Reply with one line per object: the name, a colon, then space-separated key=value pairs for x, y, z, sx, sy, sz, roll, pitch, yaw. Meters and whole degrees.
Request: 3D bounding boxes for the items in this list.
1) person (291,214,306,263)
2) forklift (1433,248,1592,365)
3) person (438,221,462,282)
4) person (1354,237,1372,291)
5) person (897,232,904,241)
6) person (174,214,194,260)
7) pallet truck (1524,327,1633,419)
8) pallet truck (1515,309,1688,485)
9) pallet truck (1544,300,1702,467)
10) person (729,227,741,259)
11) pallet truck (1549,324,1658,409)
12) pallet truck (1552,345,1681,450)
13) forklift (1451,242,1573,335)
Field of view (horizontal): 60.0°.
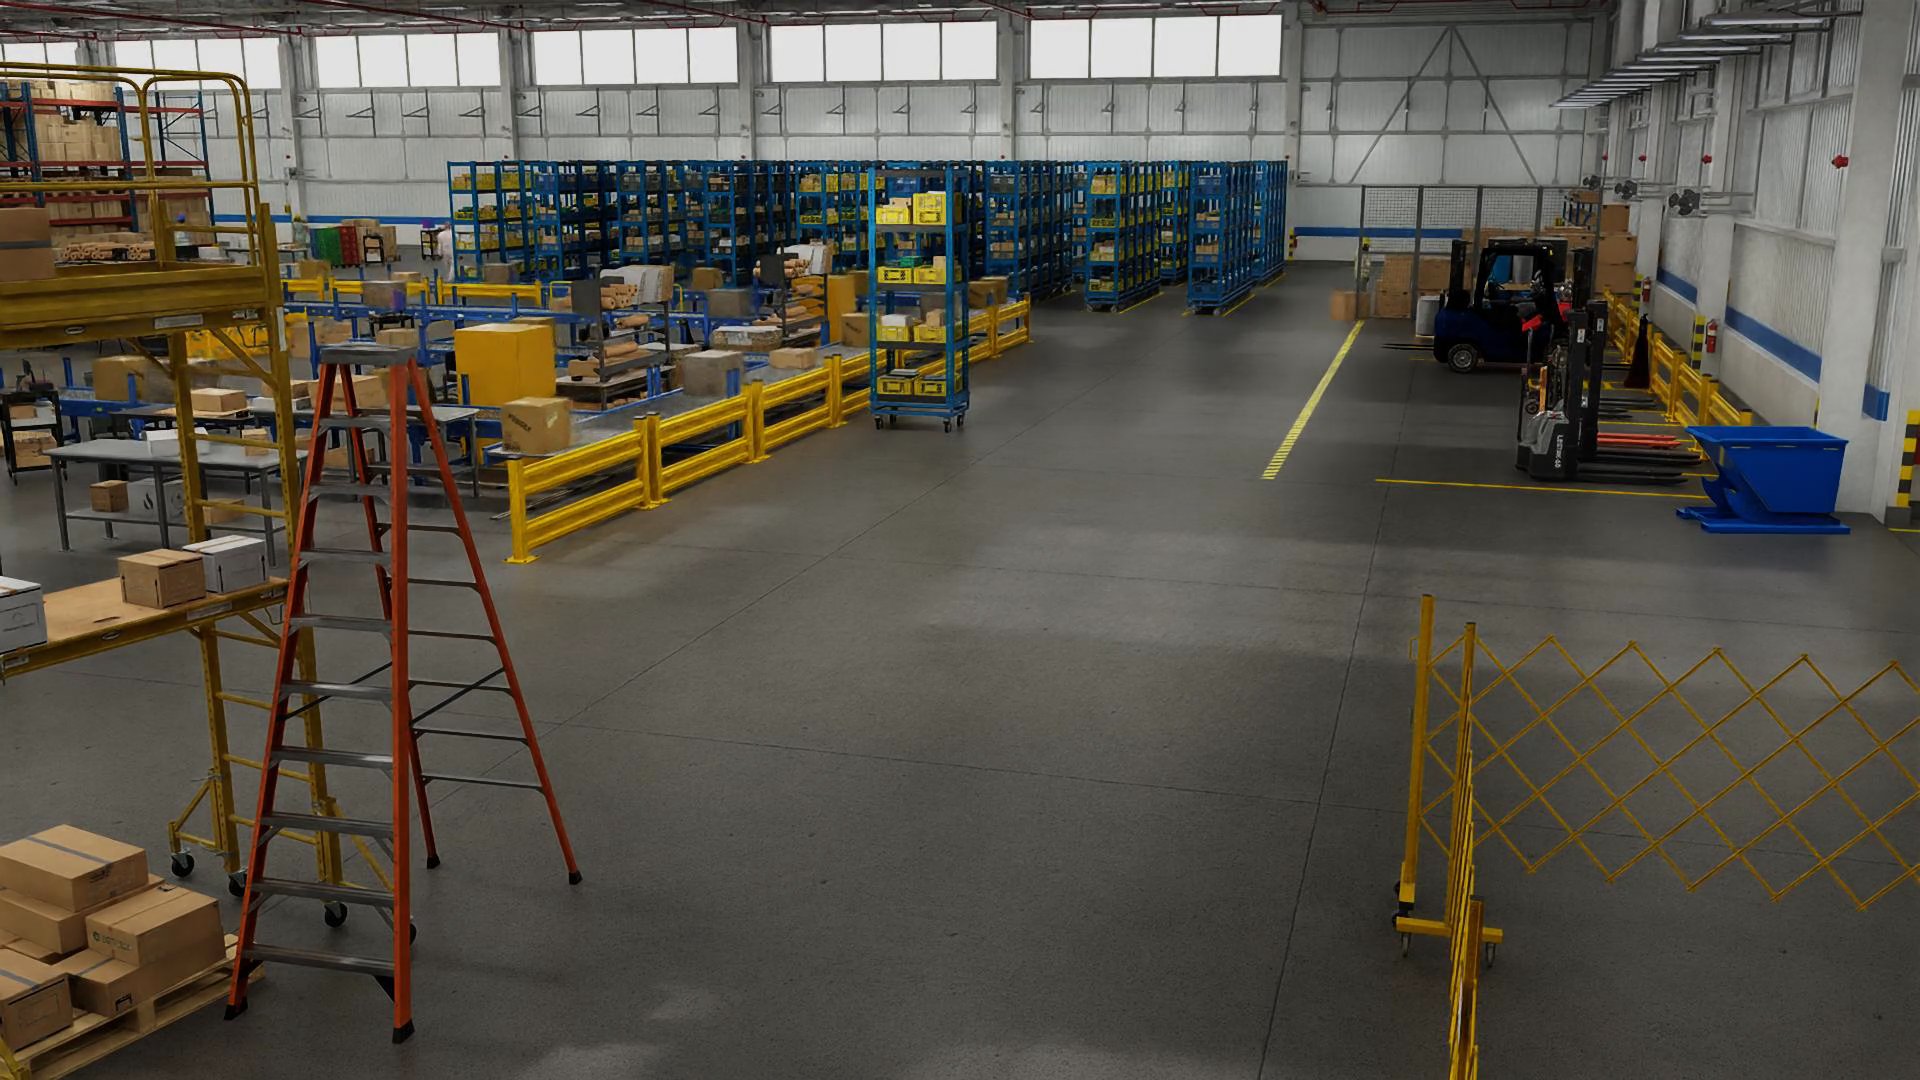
person: x=-23.448 y=-10.692 z=58.974 sx=0.506 sy=1.724 sz=0.517 roll=-13 pitch=18 yaw=-43
forklift: x=9.780 y=-4.111 z=29.280 sx=2.680 sy=1.987 sz=1.157 roll=3 pitch=13 yaw=14
person: x=-14.931 y=-8.382 z=48.702 sx=0.658 sy=1.872 sz=0.936 roll=1 pitch=13 yaw=3
person: x=9.800 y=-6.452 z=40.460 sx=0.404 sy=1.824 sz=0.586 roll=10 pitch=16 yaw=36
person: x=-1.749 y=-8.377 z=48.836 sx=0.993 sy=1.798 sz=0.577 roll=6 pitch=14 yaw=23
person: x=-24.500 y=-9.289 z=52.448 sx=0.647 sy=1.938 sz=0.547 roll=-3 pitch=13 yaw=-12
pallet truck: x=9.065 y=-2.460 z=24.370 sx=1.522 sy=1.261 sz=0.704 roll=3 pitch=13 yaw=14
pallet truck: x=7.554 y=-1.677 z=19.446 sx=1.885 sy=1.965 sz=0.823 roll=3 pitch=13 yaw=14
pallet truck: x=8.263 y=-1.952 z=20.631 sx=1.885 sy=1.965 sz=0.823 roll=5 pitch=14 yaw=20
person: x=-7.113 y=-9.204 z=51.962 sx=0.379 sy=1.996 sz=0.609 roll=12 pitch=18 yaw=43
pallet truck: x=9.824 y=-2.669 z=25.407 sx=1.601 sy=1.201 sz=0.680 roll=4 pitch=14 yaw=16
pallet truck: x=8.641 y=-1.896 z=21.908 sx=1.630 sy=1.274 sz=0.653 roll=4 pitch=14 yaw=16
forklift: x=10.464 y=-4.597 z=31.405 sx=2.680 sy=1.987 sz=1.157 roll=4 pitch=14 yaw=16
